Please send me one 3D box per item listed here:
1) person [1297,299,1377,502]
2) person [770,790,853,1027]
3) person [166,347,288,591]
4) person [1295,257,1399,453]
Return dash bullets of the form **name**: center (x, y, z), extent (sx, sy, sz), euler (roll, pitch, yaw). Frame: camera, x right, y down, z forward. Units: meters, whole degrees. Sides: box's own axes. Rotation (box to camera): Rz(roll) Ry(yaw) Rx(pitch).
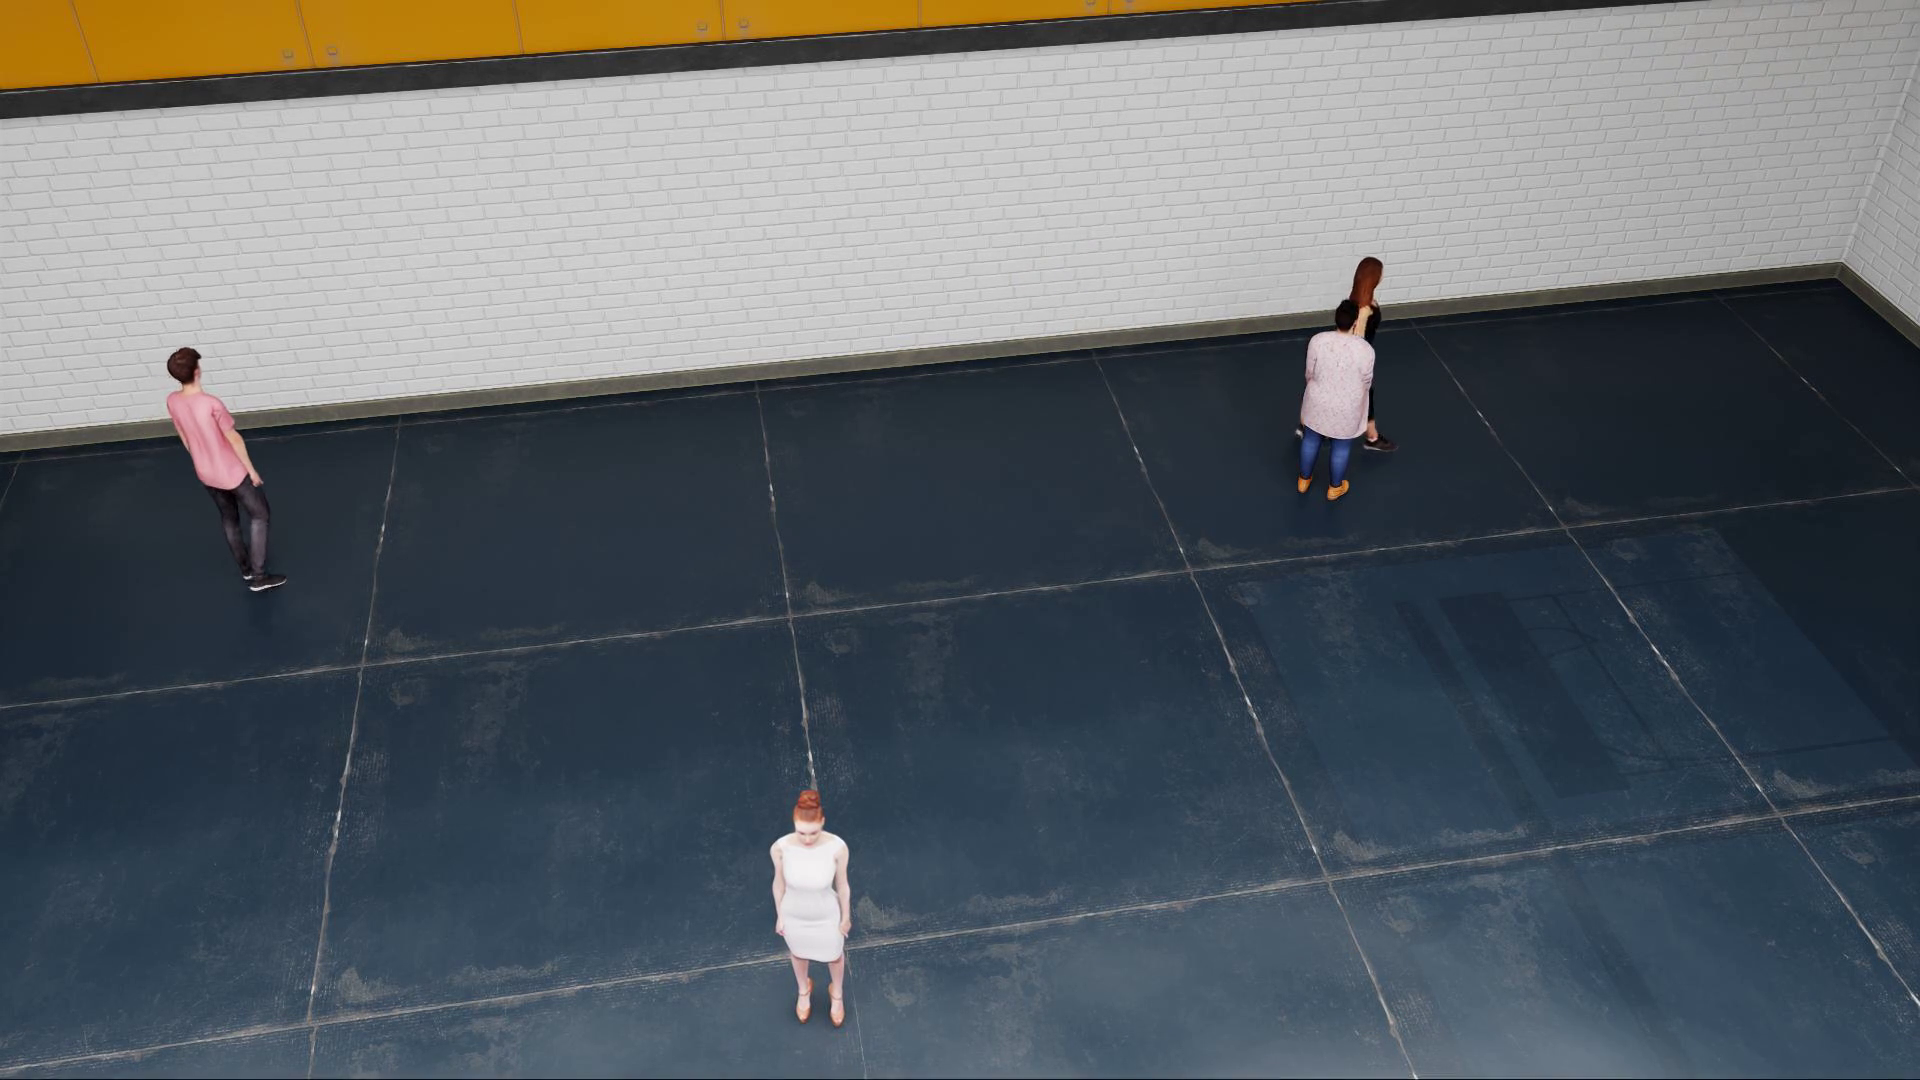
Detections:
- **person**: center (2.857, -1.081, 12.694), extent (0.797, 1.743, 0.833), euler (18, 42, 21)
- **person**: center (-0.776, 1.971, 8.832), extent (0.594, 1.794, 0.551), euler (1, 39, 2)
- **person**: center (-5.232, -0.464, 11.749), extent (0.809, 1.958, 0.852), euler (8, 39, 10)
- **person**: center (3.052, -1.460, 13.214), extent (0.818, 1.686, 1.043), euler (3, 39, 4)
